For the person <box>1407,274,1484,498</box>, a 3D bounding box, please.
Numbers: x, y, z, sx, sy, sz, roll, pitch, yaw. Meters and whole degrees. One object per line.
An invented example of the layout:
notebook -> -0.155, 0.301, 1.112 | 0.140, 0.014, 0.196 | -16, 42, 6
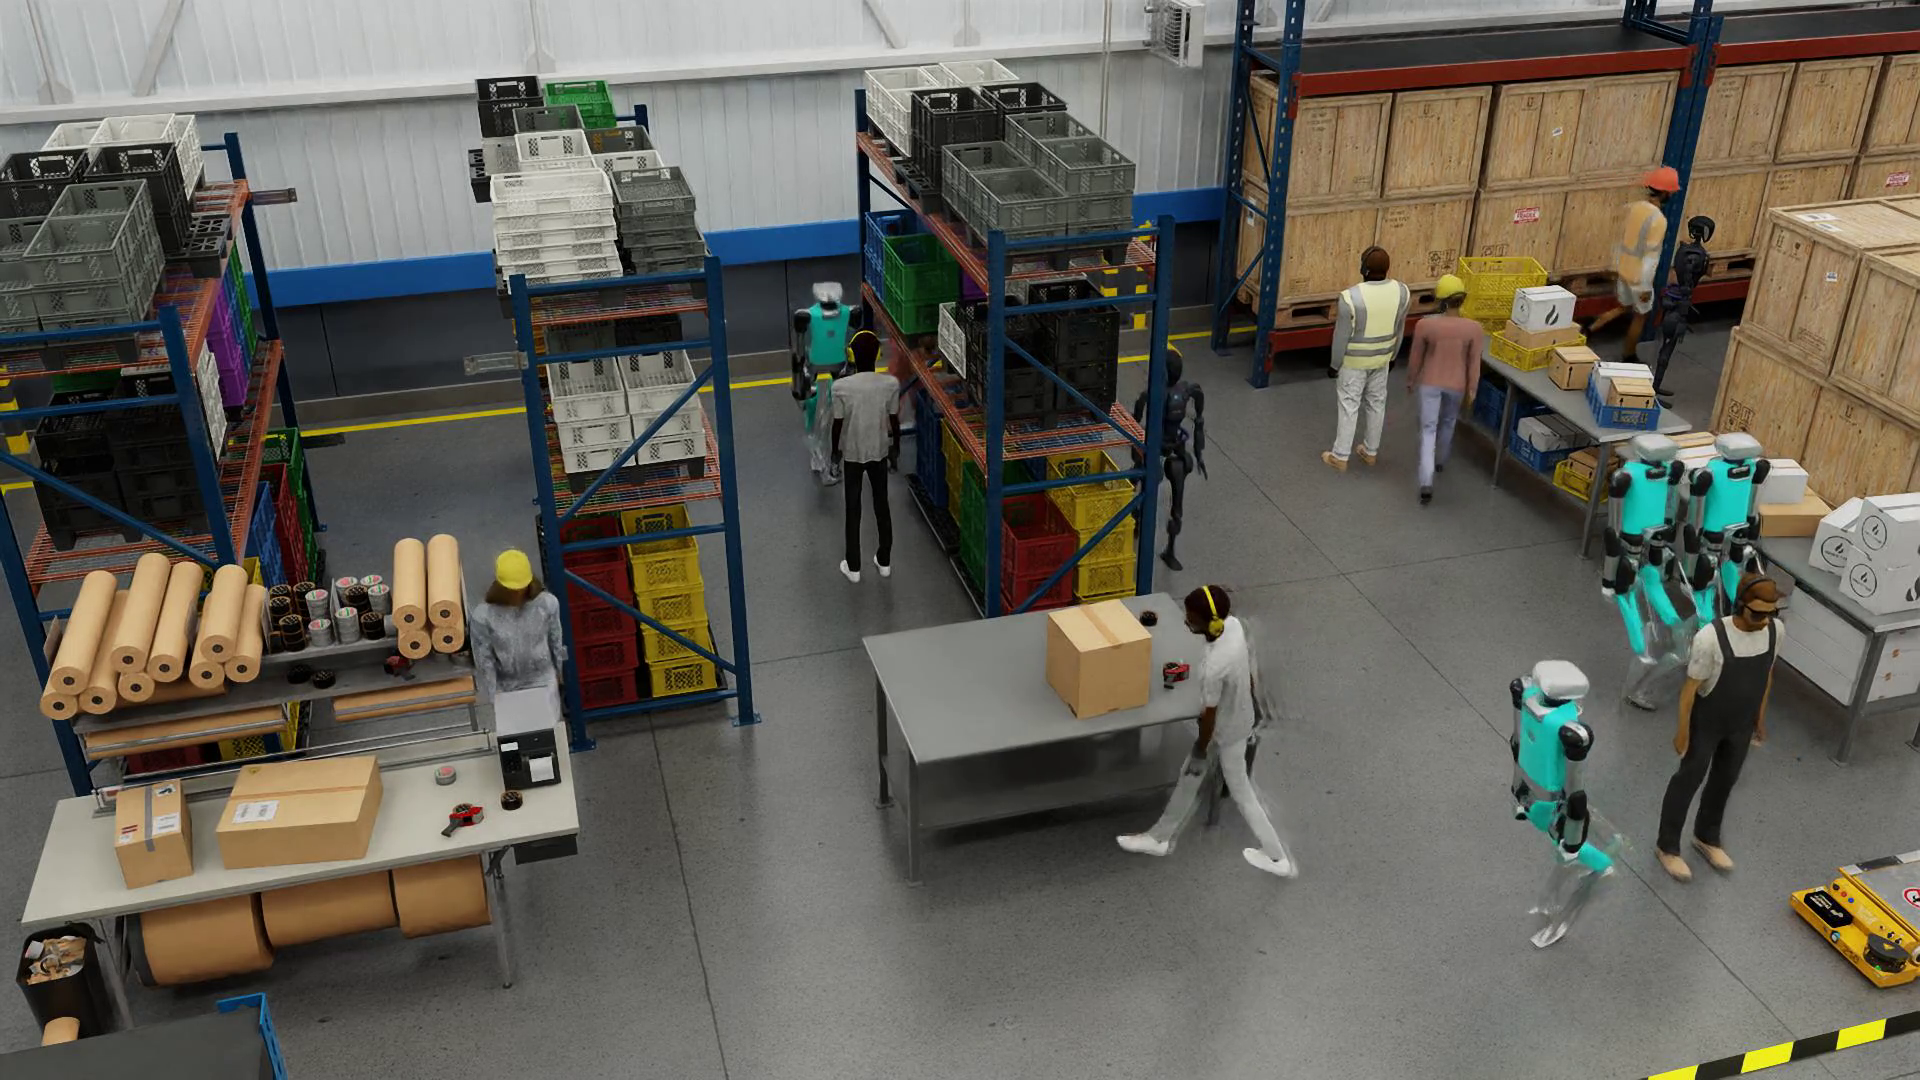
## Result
person -> 3.722, -1.193, 12.824 | 0.524, 1.720, 0.877 | 5, 29, 8

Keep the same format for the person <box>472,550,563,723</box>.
person -> -2.438, 0.744, 9.318 | 0.471, 1.695, 0.902 | -10, 30, -17

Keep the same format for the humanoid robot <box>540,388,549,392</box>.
humanoid robot -> -2.957, -1.364, 13.137 | 0.926, 1.782, 0.547 | -22, 36, -34

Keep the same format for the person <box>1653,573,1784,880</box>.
person -> 4.010, 0.973, 8.767 | 0.498, 1.840, 0.358 | -7, 30, -13

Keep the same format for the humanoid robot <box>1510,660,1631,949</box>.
humanoid robot -> 3.054, 1.340, 8.229 | 0.816, 1.793, 0.535 | -8, 30, -15

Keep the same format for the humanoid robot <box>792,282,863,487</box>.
humanoid robot -> -1.074, -1.249, 12.898 | 0.555, 1.708, 0.977 | -9, 30, -16

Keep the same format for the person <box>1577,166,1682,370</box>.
person -> 5.965, -2.377, 14.776 | 0.663, 1.915, 0.560 | -4, 29, -6

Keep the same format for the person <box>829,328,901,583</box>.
person -> -0.661, -0.583, 11.574 | 0.512, 1.865, 0.323 | -8, 30, -15

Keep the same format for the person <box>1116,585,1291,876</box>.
person -> 1.373, 0.988, 8.774 | 0.964, 1.792, 0.579 | 7, 29, 12

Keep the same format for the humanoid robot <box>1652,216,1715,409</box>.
humanoid robot -> 6.189, -1.979, 14.285 | 0.315, 1.657, 0.599 | 14, 32, 23

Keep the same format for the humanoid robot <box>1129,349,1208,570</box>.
humanoid robot -> 1.451, -0.629, 11.866 | 0.589, 1.637, 0.617 | -9, 30, -16

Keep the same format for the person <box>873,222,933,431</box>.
person -> -0.575, -1.683, 13.551 | 0.880, 1.885, 0.600 | -19, 34, -30

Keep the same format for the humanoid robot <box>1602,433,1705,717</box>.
humanoid robot -> 4.246, 0.297, 10.132 | 0.533, 1.802, 0.797 | -12, 31, -21

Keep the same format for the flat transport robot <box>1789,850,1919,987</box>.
flat transport robot -> 5.163, 1.916, 8.676 | 1.431, 0.231, 0.659 | -8, 30, -14

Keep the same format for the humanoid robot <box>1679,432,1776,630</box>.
humanoid robot -> 4.736, 0.305, 10.160 | 0.551, 1.856, 0.734 | -9, 30, -17

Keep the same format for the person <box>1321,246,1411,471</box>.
person -> 3.179, -1.428, 13.128 | 0.625, 1.844, 0.429 | -10, 30, -17
